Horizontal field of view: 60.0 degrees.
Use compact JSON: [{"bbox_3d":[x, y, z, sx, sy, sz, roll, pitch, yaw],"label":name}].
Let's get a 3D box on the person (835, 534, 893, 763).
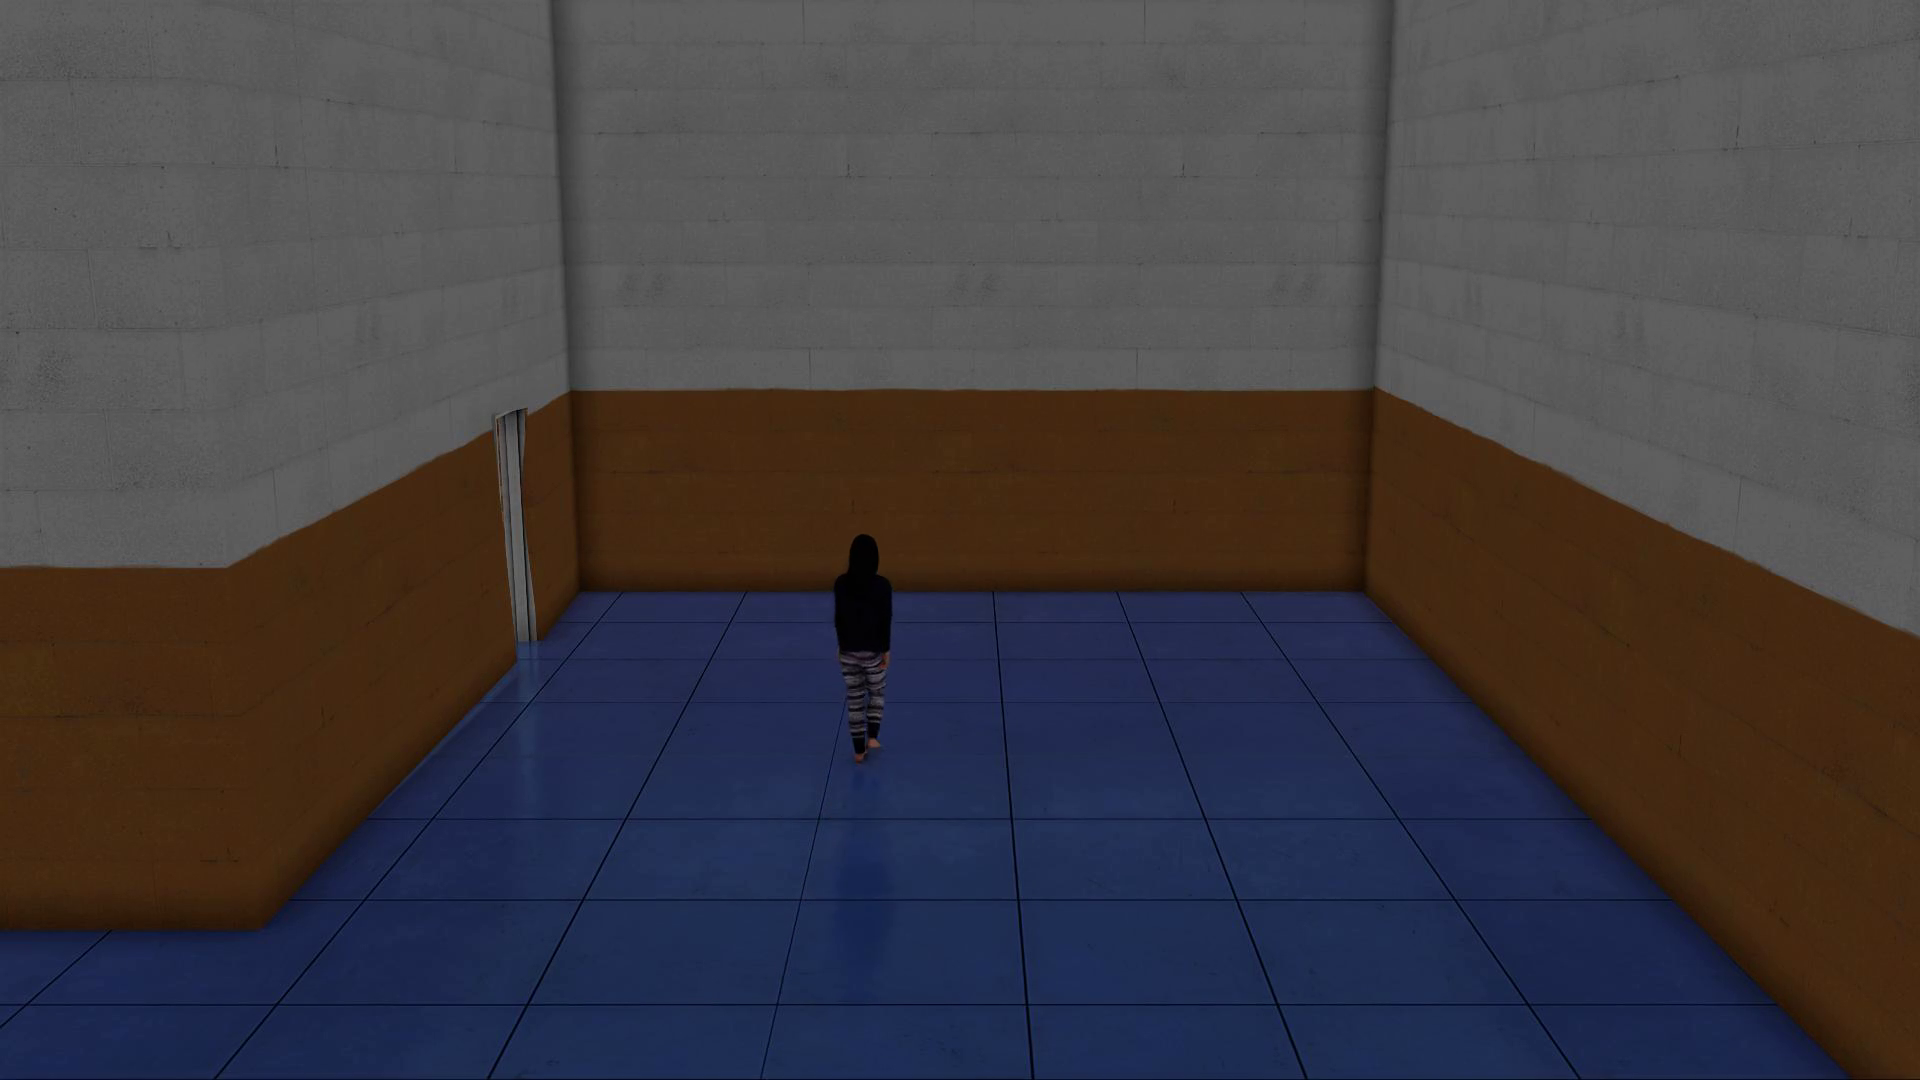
[{"bbox_3d":[-0.751,0.831,12.472,0.593,1.720,0.691,1,12,6],"label":"person"}]
